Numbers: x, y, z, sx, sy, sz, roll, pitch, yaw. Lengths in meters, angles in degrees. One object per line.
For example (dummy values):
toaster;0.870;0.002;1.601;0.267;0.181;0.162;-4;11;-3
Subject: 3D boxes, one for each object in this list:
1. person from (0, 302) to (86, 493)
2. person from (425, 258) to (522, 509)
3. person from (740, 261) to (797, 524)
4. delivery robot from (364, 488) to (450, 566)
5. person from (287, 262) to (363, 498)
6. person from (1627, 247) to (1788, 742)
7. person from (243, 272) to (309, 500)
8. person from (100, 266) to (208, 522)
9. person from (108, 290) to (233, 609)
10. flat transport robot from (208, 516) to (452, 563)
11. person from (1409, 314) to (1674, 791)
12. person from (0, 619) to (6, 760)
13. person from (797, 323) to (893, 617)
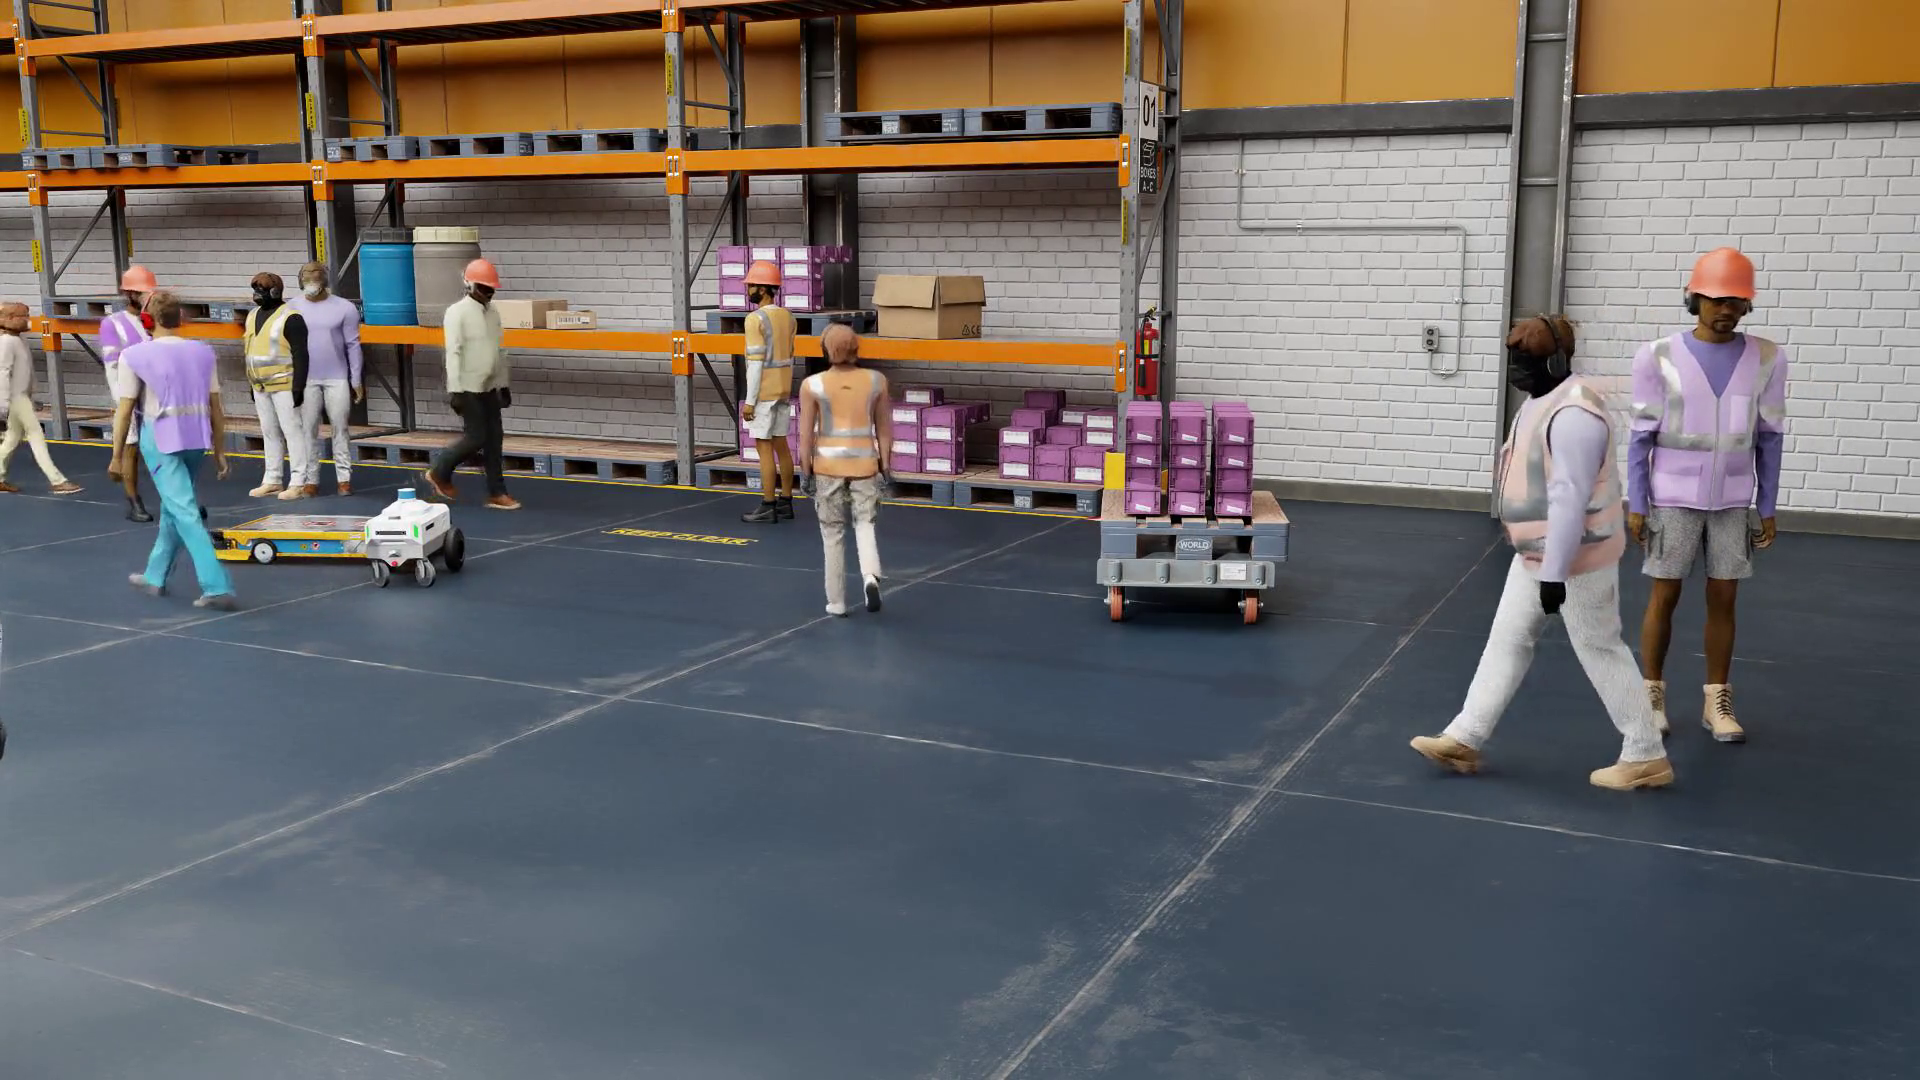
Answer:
person;-7.746;-1.170;13.791;0.775;1.591;0.519;-3;10;-15
person;-3.790;-1.193;12.878;0.681;1.959;0.685;3;10;15
person;-1.438;-1.089;12.337;0.355;1.939;0.552;5;11;26
delivery robot;-3.386;-0.073;10.211;0.477;0.478;0.707;0;10;-1
person;-5.218;-1.299;13.630;0.656;1.925;0.437;-2;10;-13
person;3.059;-0.172;6.836;0.607;2.034;0.409;1;10;7
person;-5.564;-1.248;13.529;0.624;1.845;0.430;6;11;30
person;-5.956;-1.044;12.209;0.763;1.911;0.557;9;13;41
person;-4.492;-0.509;9.437;0.975;1.791;0.581;5;11;26
flat transport robot;-4.136;-0.017;10.970;1.431;0.197;0.652;1;10;5
person;2.227;0.057;6.207;0.984;1.784;0.654;0;10;3
person;-2.582;0.408;3.864;0.644;1.907;0.399;-5;11;-29
person;-0.619;-0.367;9.083;0.536;1.625;0.413;-3;10;-17
